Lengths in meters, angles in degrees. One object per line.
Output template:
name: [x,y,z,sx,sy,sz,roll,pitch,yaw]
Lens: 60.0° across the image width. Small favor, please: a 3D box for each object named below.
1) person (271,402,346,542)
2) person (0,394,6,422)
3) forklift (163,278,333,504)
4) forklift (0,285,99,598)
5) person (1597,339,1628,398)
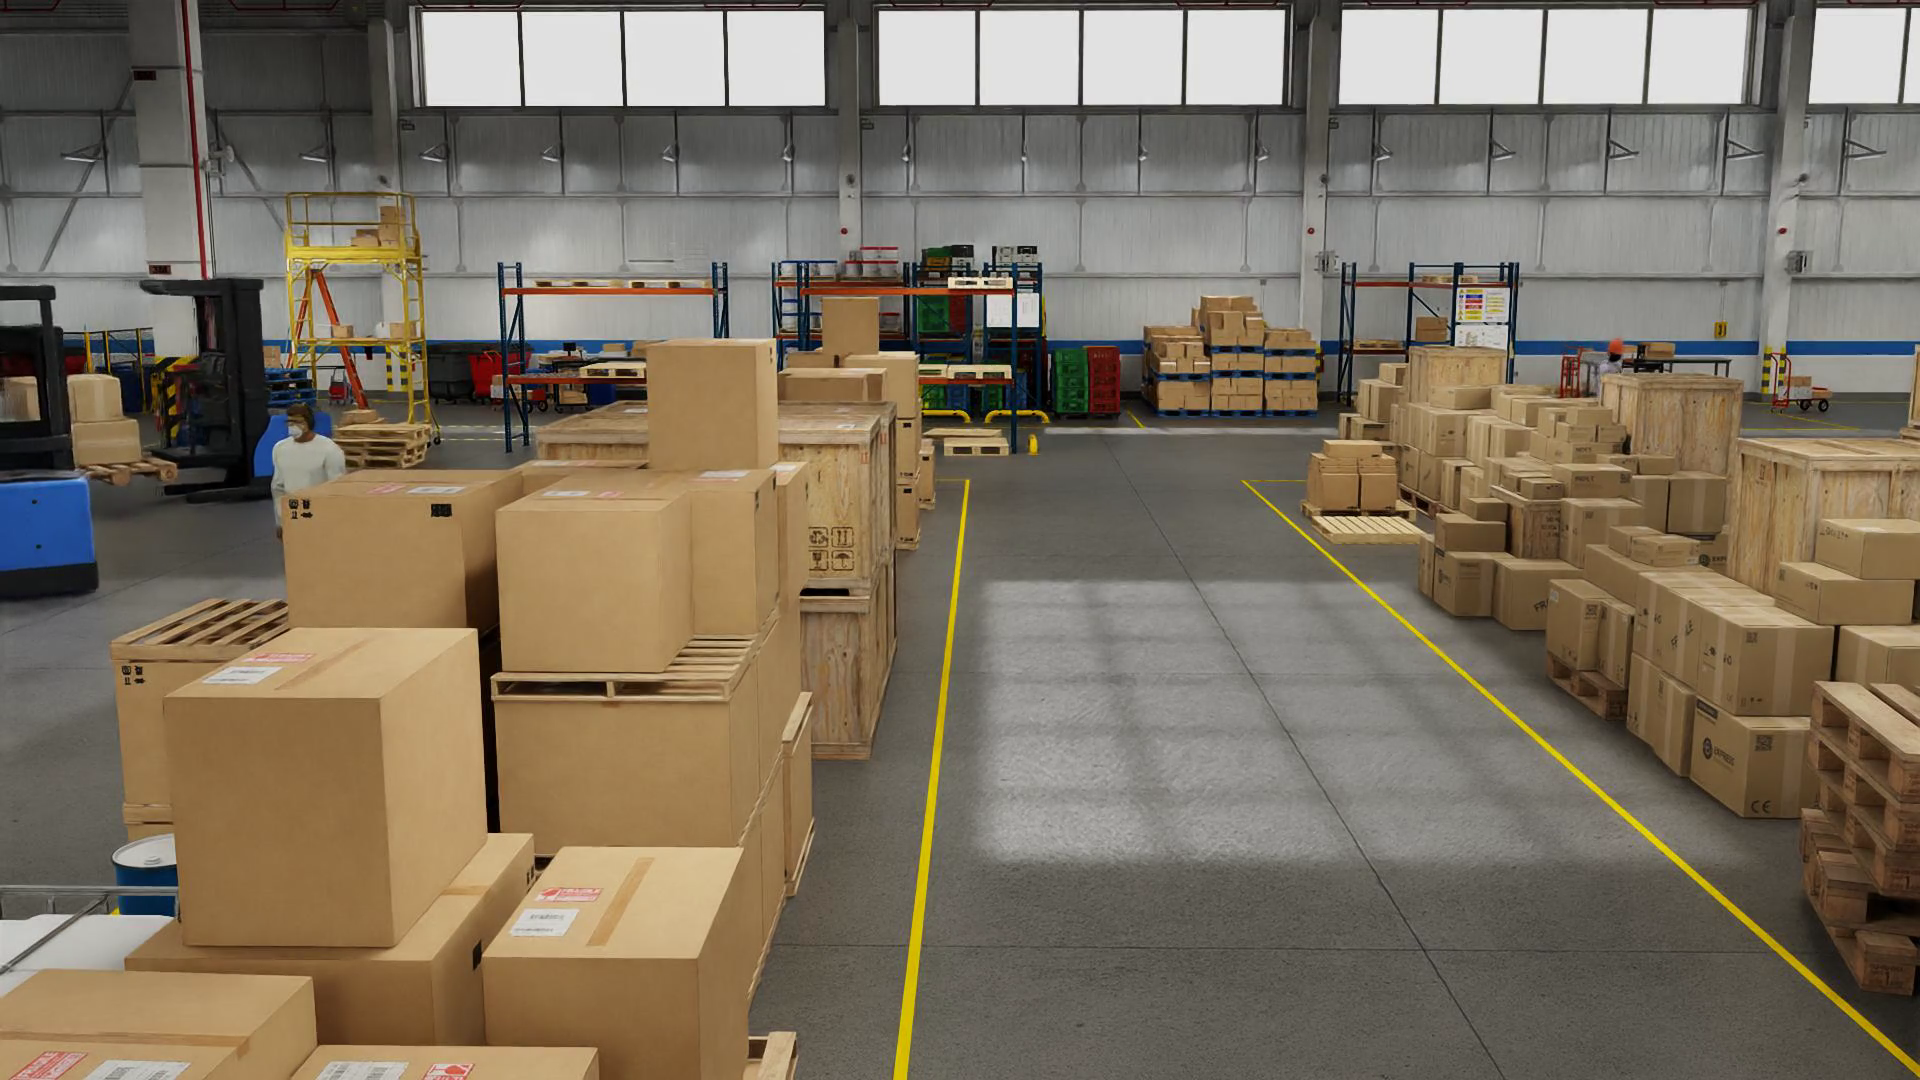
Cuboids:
person: [-5.208,-0.145,13.321,0.635,1.936,0.355,2,10,12]
person: [-11.017,-1.024,18.643,0.644,1.928,0.429,1,10,7]
forklift: [-9.217,-1.973,21.451,1.873,2.768,1.129,-8,12,-40]
forklift: [-8.788,-0.960,15.384,1.129,2.768,1.873,-7,12,-34]
person: [9.811,-2.079,25.016,0.587,1.901,0.467,-8,13,-41]
